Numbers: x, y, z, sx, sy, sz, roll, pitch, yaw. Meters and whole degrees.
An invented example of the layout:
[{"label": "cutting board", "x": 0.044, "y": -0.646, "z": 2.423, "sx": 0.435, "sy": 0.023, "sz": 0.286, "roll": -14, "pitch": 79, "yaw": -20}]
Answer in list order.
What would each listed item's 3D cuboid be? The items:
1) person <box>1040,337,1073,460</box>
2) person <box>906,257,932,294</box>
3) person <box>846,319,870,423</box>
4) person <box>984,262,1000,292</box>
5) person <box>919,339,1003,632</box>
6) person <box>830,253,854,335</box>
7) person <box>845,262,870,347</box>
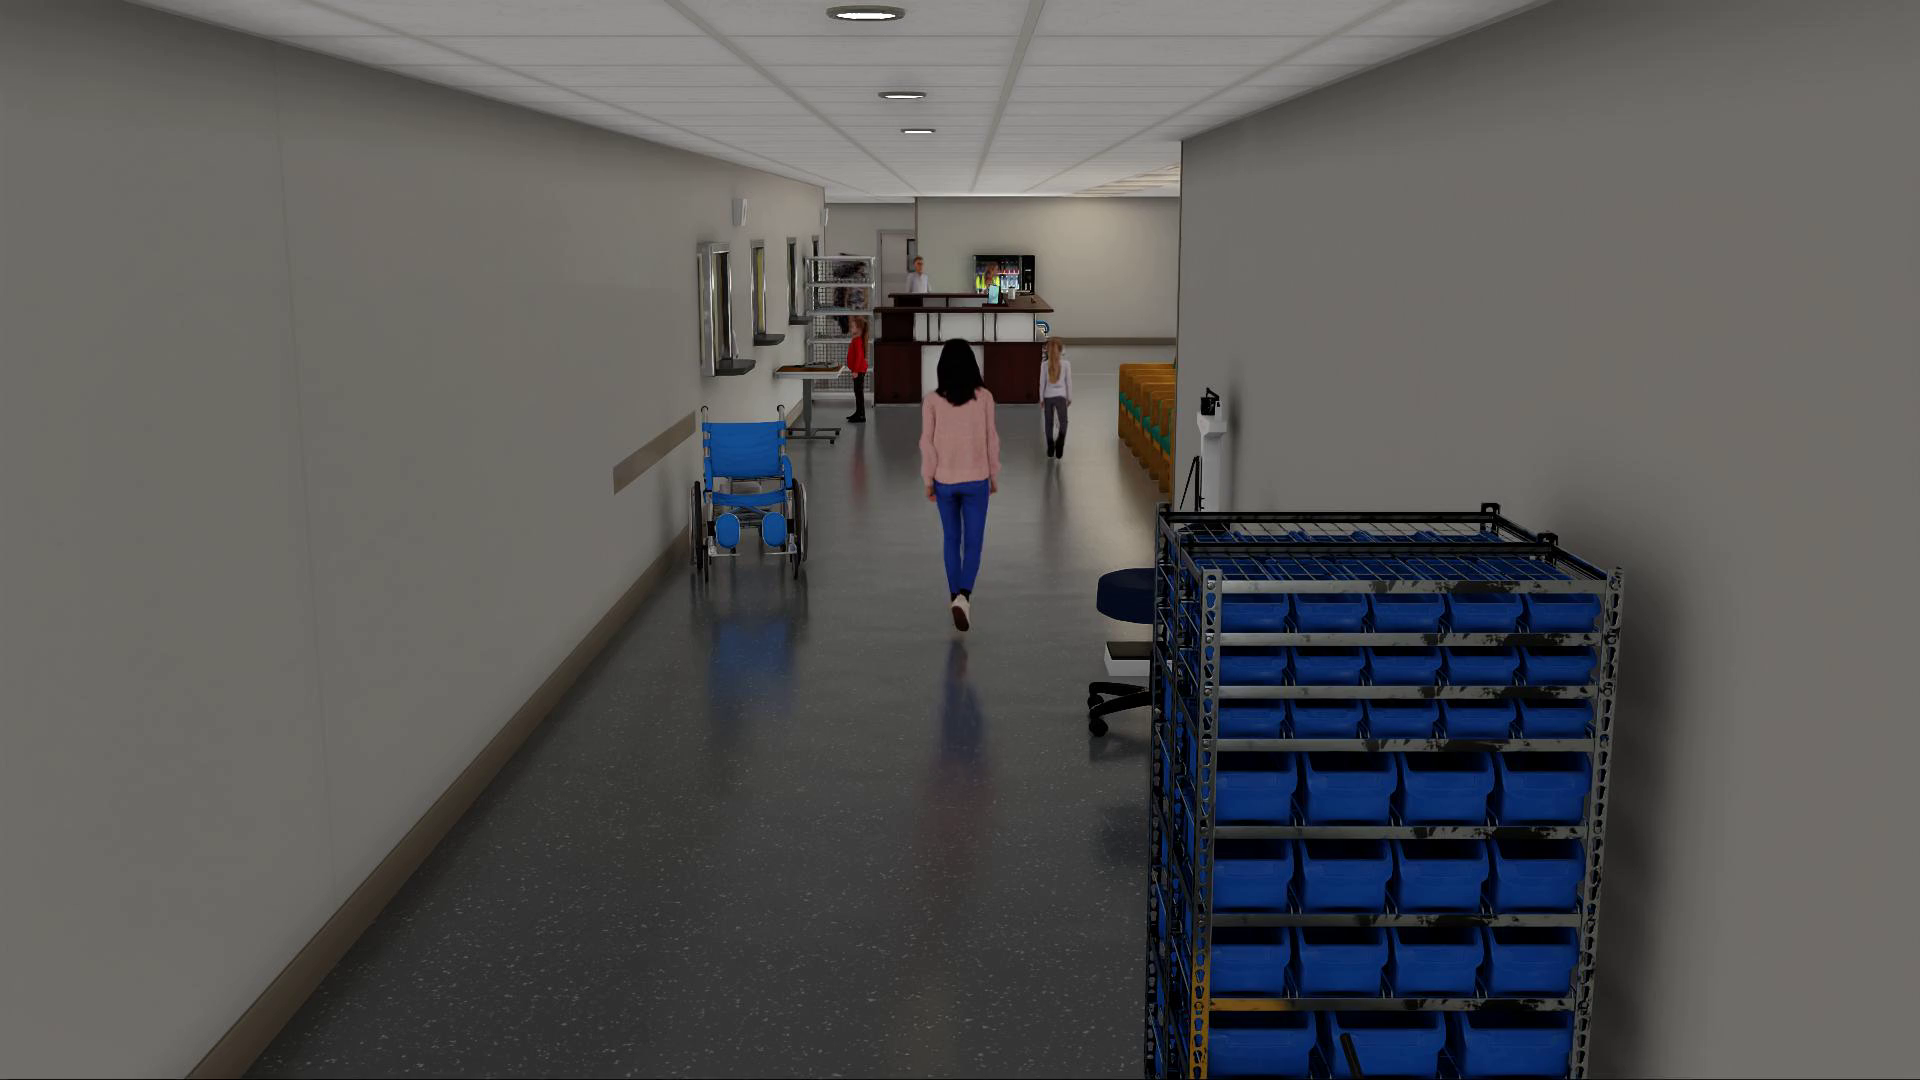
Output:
[{"label": "person", "x": 0.994, "y": -1.472, "z": 17.420, "sx": 0.746, "sy": 1.264, "sz": 0.608, "roll": 2, "pitch": 11, "yaw": 8}, {"label": "person", "x": -0.860, "y": -4.645, "z": 32.731, "sx": 1.138, "sy": 1.788, "sz": 1.090, "roll": -7, "pitch": 13, "yaw": -31}, {"label": "person", "x": -1.279, "y": -2.124, "z": 20.806, "sx": 0.542, "sy": 1.281, "sz": 0.521, "roll": -2, "pitch": 11, "yaw": -9}, {"label": "person", "x": 0.464, "y": -3.992, "z": 29.327, "sx": 0.850, "sy": 1.775, "sz": 0.608, "roll": 0, "pitch": 11, "yaw": 1}, {"label": "person", "x": 0.006, "y": -0.307, "z": 10.004, "sx": 1.107, "sy": 1.738, "sz": 0.819, "roll": 2, "pitch": 11, "yaw": 9}, {"label": "person", "x": -2.440, "y": -5.113, "z": 35.071, "sx": 0.942, "sy": 1.837, "sz": 0.997, "roll": -8, "pitch": 13, "yaw": -35}, {"label": "person", "x": -2.013, "y": -4.569, "z": 32.535, "sx": 0.744, "sy": 1.712, "sz": 0.830, "roll": -2, "pitch": 11, "yaw": -11}]
